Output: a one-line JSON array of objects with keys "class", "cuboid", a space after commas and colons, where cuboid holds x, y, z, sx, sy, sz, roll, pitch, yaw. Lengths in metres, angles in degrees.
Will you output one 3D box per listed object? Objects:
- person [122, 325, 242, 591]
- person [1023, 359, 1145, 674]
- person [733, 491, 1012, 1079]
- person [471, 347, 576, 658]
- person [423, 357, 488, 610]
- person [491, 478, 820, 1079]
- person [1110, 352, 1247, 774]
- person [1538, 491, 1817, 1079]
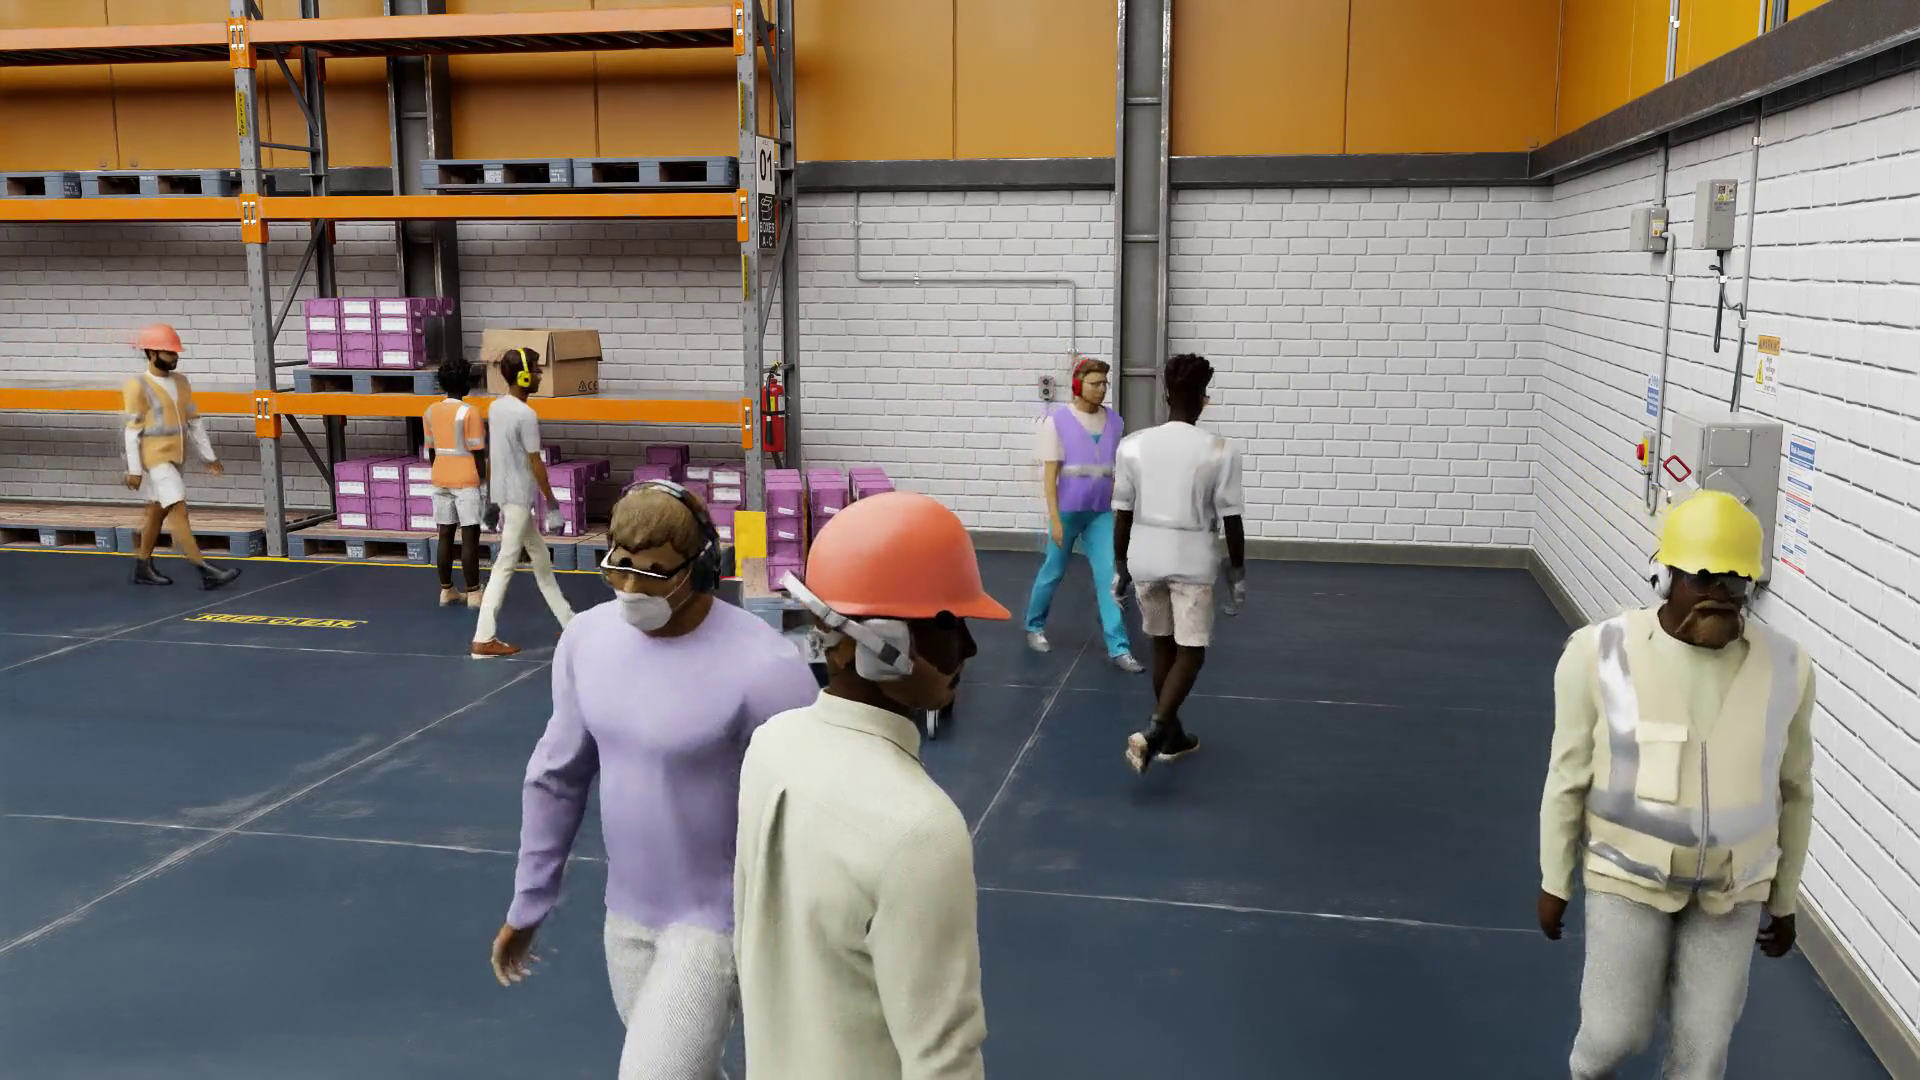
[{"class": "person", "cuboid": [-5.577, -0.576, 11.827, 0.997, 1.885, 0.565, 2, 10, 11]}, {"class": "person", "cuboid": [0.685, -0.159, 9.708, 0.588, 1.798, 1.030, -6, 11, -30]}, {"class": "person", "cuboid": [-0.126, 0.915, 2.537, 0.394, 1.990, 0.618, -5, 11, -30]}, {"class": "person", "cuboid": [-2.516, -0.226, 9.905, 0.953, 1.821, 0.540, -7, 12, -36]}, {"class": "person", "cuboid": [-3.369, -0.377, 11.210, 0.530, 1.697, 0.321, 6, 11, 31]}, {"class": "person", "cuboid": [-0.623, 0.815, 3.412, 0.654, 1.903, 0.668, 8, 12, 40]}, {"class": "person", "cuboid": [0.953, 0.127, 7.488, 0.639, 1.933, 0.817, 5, 11, 29]}, {"class": "person", "cuboid": [1.683, 0.769, 3.944, 0.609, 1.814, 0.528, 1, 10, 7]}]
